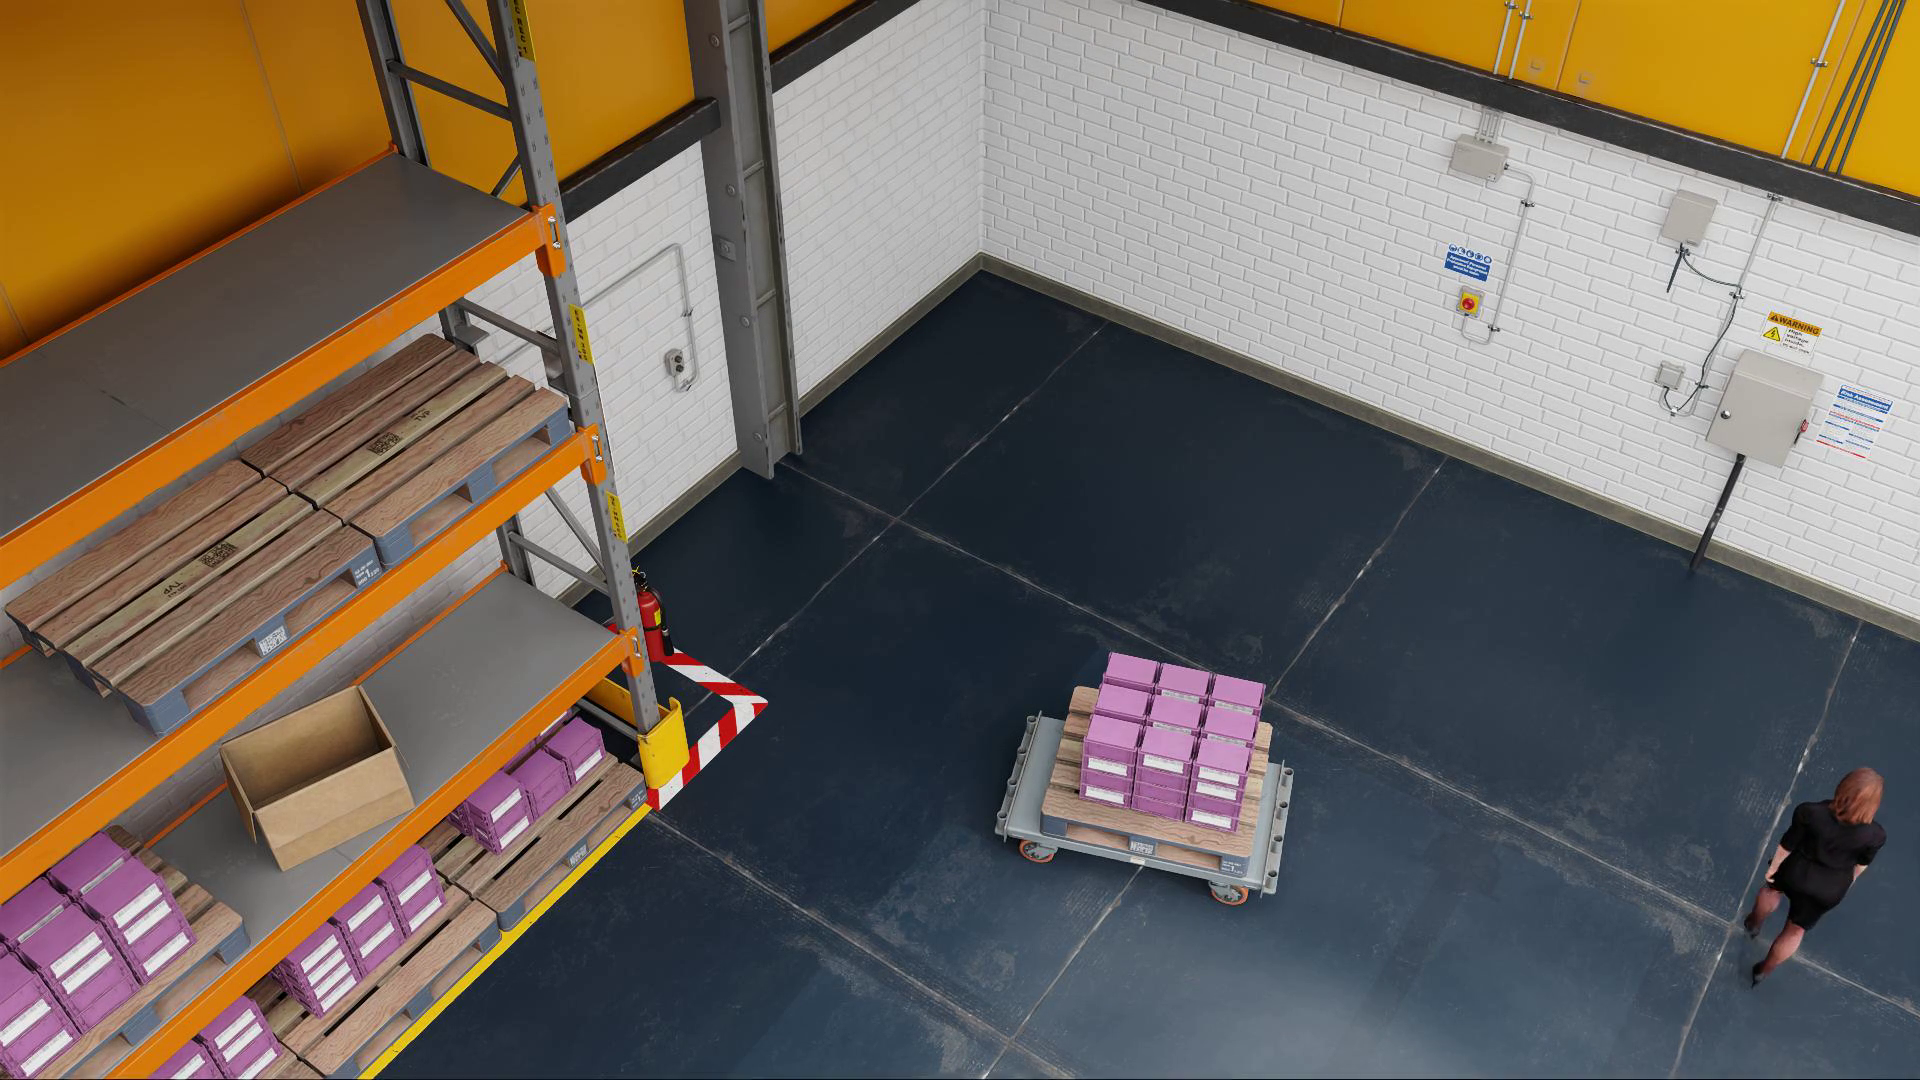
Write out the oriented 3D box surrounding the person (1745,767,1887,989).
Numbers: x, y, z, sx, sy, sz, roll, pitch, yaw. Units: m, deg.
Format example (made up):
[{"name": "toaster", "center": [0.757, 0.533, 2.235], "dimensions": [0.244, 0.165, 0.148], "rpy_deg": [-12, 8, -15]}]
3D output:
[{"name": "person", "center": [4.467, 1.846, 8.751], "dimensions": [0.612, 1.691, 0.722], "rpy_deg": [23, 48, 22]}]
